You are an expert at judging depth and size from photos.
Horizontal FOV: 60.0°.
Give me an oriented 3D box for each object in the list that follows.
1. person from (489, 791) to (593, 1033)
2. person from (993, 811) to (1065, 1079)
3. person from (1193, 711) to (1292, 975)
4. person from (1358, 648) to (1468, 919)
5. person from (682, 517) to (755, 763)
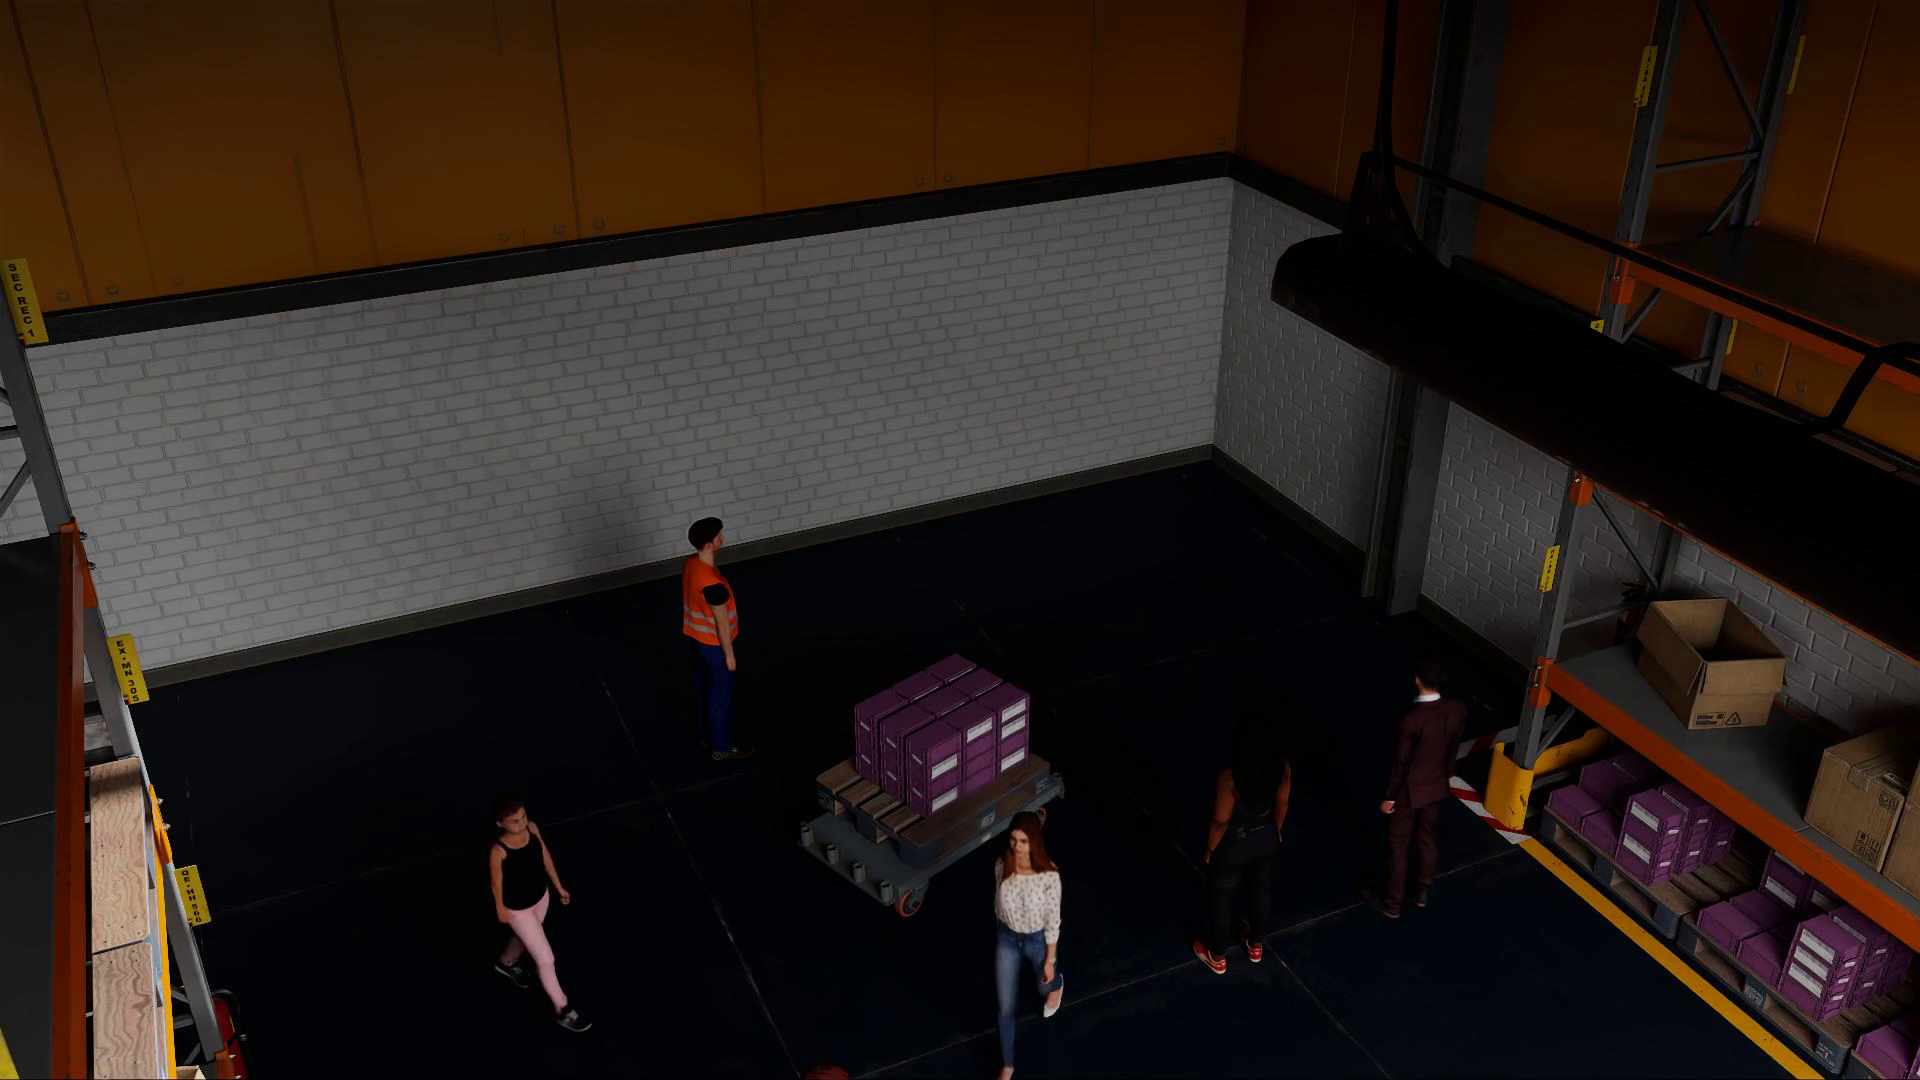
[{"bbox_3d":[-2.536,2.064,9.557,1.076,1.526,0.926,15,32,25],"label":"person"},{"bbox_3d":[0.407,2.176,9.167,1.070,1.702,1.100,11,30,19],"label":"person"},{"bbox_3d":[1.668,1.770,9.792,0.670,1.816,0.617,-10,30,-18],"label":"person"},{"bbox_3d":[2.813,1.507,10.226,0.675,1.863,0.577,-14,32,-24],"label":"person"},{"bbox_3d":[-1.748,0.694,11.690,0.756,1.888,0.595,-17,33,-28],"label":"person"}]
